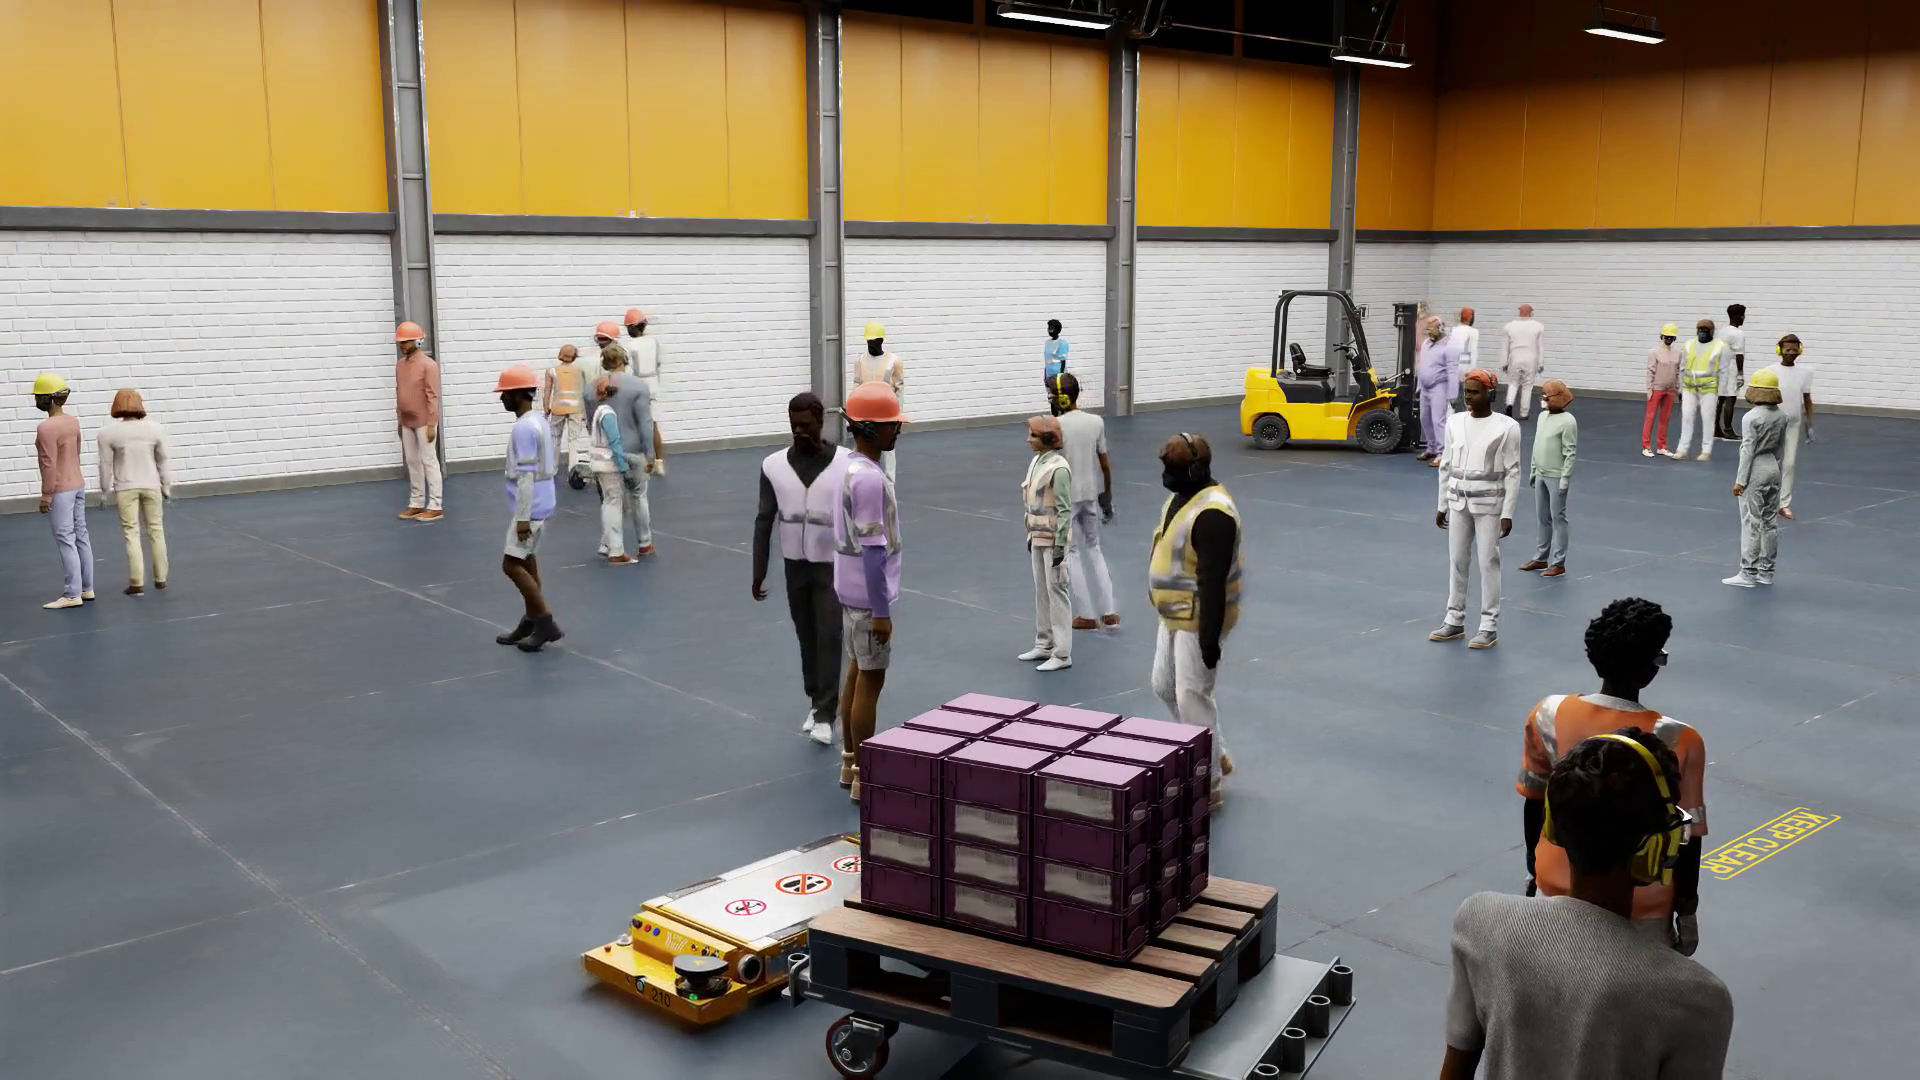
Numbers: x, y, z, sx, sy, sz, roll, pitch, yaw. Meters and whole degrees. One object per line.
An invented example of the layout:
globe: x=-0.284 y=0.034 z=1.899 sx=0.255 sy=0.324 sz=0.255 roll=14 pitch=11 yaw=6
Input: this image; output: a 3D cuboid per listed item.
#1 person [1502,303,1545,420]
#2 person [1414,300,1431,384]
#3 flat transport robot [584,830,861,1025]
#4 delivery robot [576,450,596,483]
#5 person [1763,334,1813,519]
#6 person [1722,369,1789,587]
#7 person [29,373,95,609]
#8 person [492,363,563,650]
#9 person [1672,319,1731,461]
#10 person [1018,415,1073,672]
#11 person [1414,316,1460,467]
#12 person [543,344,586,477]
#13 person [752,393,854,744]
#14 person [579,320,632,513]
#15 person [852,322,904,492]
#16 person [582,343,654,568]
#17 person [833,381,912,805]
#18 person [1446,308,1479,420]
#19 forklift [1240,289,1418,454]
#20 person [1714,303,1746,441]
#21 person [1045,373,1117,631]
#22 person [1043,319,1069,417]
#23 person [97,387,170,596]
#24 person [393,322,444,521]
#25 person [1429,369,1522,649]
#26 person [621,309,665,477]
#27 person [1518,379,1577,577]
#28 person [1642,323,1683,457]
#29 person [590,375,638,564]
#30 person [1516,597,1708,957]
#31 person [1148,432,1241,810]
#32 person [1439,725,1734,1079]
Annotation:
person: x=9.066 y=-2.861 z=26.749 sx=0.646 sy=1.890 sz=0.454 roll=6 pitch=11 yaw=30
person: x=8.147 y=-3.334 z=29.622 sx=1.015 sy=1.856 sz=0.639 roll=-5 pitch=11 yaw=-25
flat transport robot: x=-0.650 y=1.429 z=6.349 sx=0.652 sy=0.197 sz=1.431 roll=8 pitch=13 yaw=41
delivery robot: x=-4.027 y=-0.898 z=18.867 sx=0.477 sy=0.478 sz=0.707 roll=5 pitch=11 yaw=27
person: x=8.280 y=-1.134 z=16.699 sx=0.517 sy=1.870 sz=0.369 roll=1 pitch=10 yaw=5
person: x=6.375 y=-0.495 z=13.308 sx=0.490 sy=1.744 sz=0.295 roll=-6 pitch=11 yaw=-30
person: x=-6.764 y=-0.368 z=12.498 sx=0.314 sy=1.768 sz=0.526 roll=-1 pitch=10 yaw=-5
person: x=-2.932 y=-0.216 z=11.137 sx=0.430 sy=1.926 sz=0.595 roll=-1 pitch=10 yaw=-6
person: x=9.545 y=-1.925 z=21.418 sx=0.429 sy=1.841 sz=0.639 roll=-9 pitch=13 yaw=-41
person: x=0.561 y=0.017 z=10.622 sx=0.311 sy=1.636 sz=0.521 roll=-3 pitch=10 yaw=-18
person: x=6.047 y=-1.882 z=21.050 sx=0.543 sy=1.881 sz=0.850 roll=-3 pitch=10 yaw=-19
person: x=-4.633 y=-1.495 z=19.598 sx=0.535 sy=1.602 sz=0.766 roll=-2 pitch=10 yaw=-10
person: x=-0.838 y=0.163 z=9.003 sx=0.623 sy=1.891 sz=0.790 roll=2 pitch=10 yaw=12
person: x=-3.600 y=-1.249 z=17.008 sx=0.648 sy=1.989 sz=0.414 roll=3 pitch=10 yaw=17
person: x=-0.903 y=-1.399 z=18.064 sx=0.593 sy=1.925 sz=0.384 roll=4 pitch=10 yaw=22
person: x=-2.913 y=-0.746 z=14.348 sx=0.658 sy=1.887 sz=0.896 roll=1 pitch=10 yaw=8
person: x=-0.416 y=0.255 z=8.035 sx=0.373 sy=2.042 sz=0.614 roll=-2 pitch=10 yaw=-13
person: x=7.719 y=-2.598 z=25.310 sx=0.895 sy=1.848 sz=0.577 roll=-8 pitch=12 yaw=-37
forklift: x=5.034 y=-2.339 z=22.783 sx=2.313 sy=2.155 sz=1.214 roll=3 pitch=10 yaw=16
person: x=11.008 y=-2.395 z=23.775 sx=0.370 sy=1.967 sz=0.602 roll=-1 pitch=10 yaw=-6
person: x=0.825 y=-0.263 z=11.706 sx=0.582 sy=1.834 sz=0.358 roll=-5 pitch=11 yaw=-27
person: x=1.441 y=-2.497 z=25.175 sx=0.320 sy=1.691 sz=0.534 roll=-6 pitch=11 yaw=-31
person: x=-6.437 y=-0.385 z=13.001 sx=0.506 sy=1.631 sz=0.320 roll=-8 pitch=13 yaw=-40
person: x=-5.441 y=-1.184 z=16.638 sx=0.615 sy=1.987 sz=0.407 roll=7 pitch=12 yaw=35
person: x=3.481 y=-0.213 z=11.241 sx=0.344 sy=1.882 sz=0.585 roll=-8 pitch=13 yaw=-39
person: x=-3.854 y=-1.763 z=20.016 sx=0.854 sy=2.010 sz=0.644 roll=9 pitch=13 yaw=43
person: x=4.877 y=-0.514 z=13.739 sx=0.279 sy=1.633 sz=0.499 roll=-2 pitch=10 yaw=-14
person: x=9.259 y=-1.968 z=21.876 sx=0.524 sy=1.764 sz=0.329 roll=-3 pitch=10 yaw=-15
person: x=-2.970 y=-0.594 z=14.232 sx=0.374 sy=1.633 sz=0.546 roll=-2 pitch=10 yaw=-13
person: x=1.835 y=0.997 z=4.705 sx=0.316 sy=1.695 sz=0.542 roll=-8 pitch=13 yaw=-41
person: x=1.113 y=0.384 z=7.956 sx=0.428 sy=1.817 sz=0.662 roll=-1 pitch=10 yaw=-7
person: x=1.056 y=1.229 z=2.849 sx=0.312 sy=1.869 sz=0.538 roll=-8 pitch=13 yaw=-41
